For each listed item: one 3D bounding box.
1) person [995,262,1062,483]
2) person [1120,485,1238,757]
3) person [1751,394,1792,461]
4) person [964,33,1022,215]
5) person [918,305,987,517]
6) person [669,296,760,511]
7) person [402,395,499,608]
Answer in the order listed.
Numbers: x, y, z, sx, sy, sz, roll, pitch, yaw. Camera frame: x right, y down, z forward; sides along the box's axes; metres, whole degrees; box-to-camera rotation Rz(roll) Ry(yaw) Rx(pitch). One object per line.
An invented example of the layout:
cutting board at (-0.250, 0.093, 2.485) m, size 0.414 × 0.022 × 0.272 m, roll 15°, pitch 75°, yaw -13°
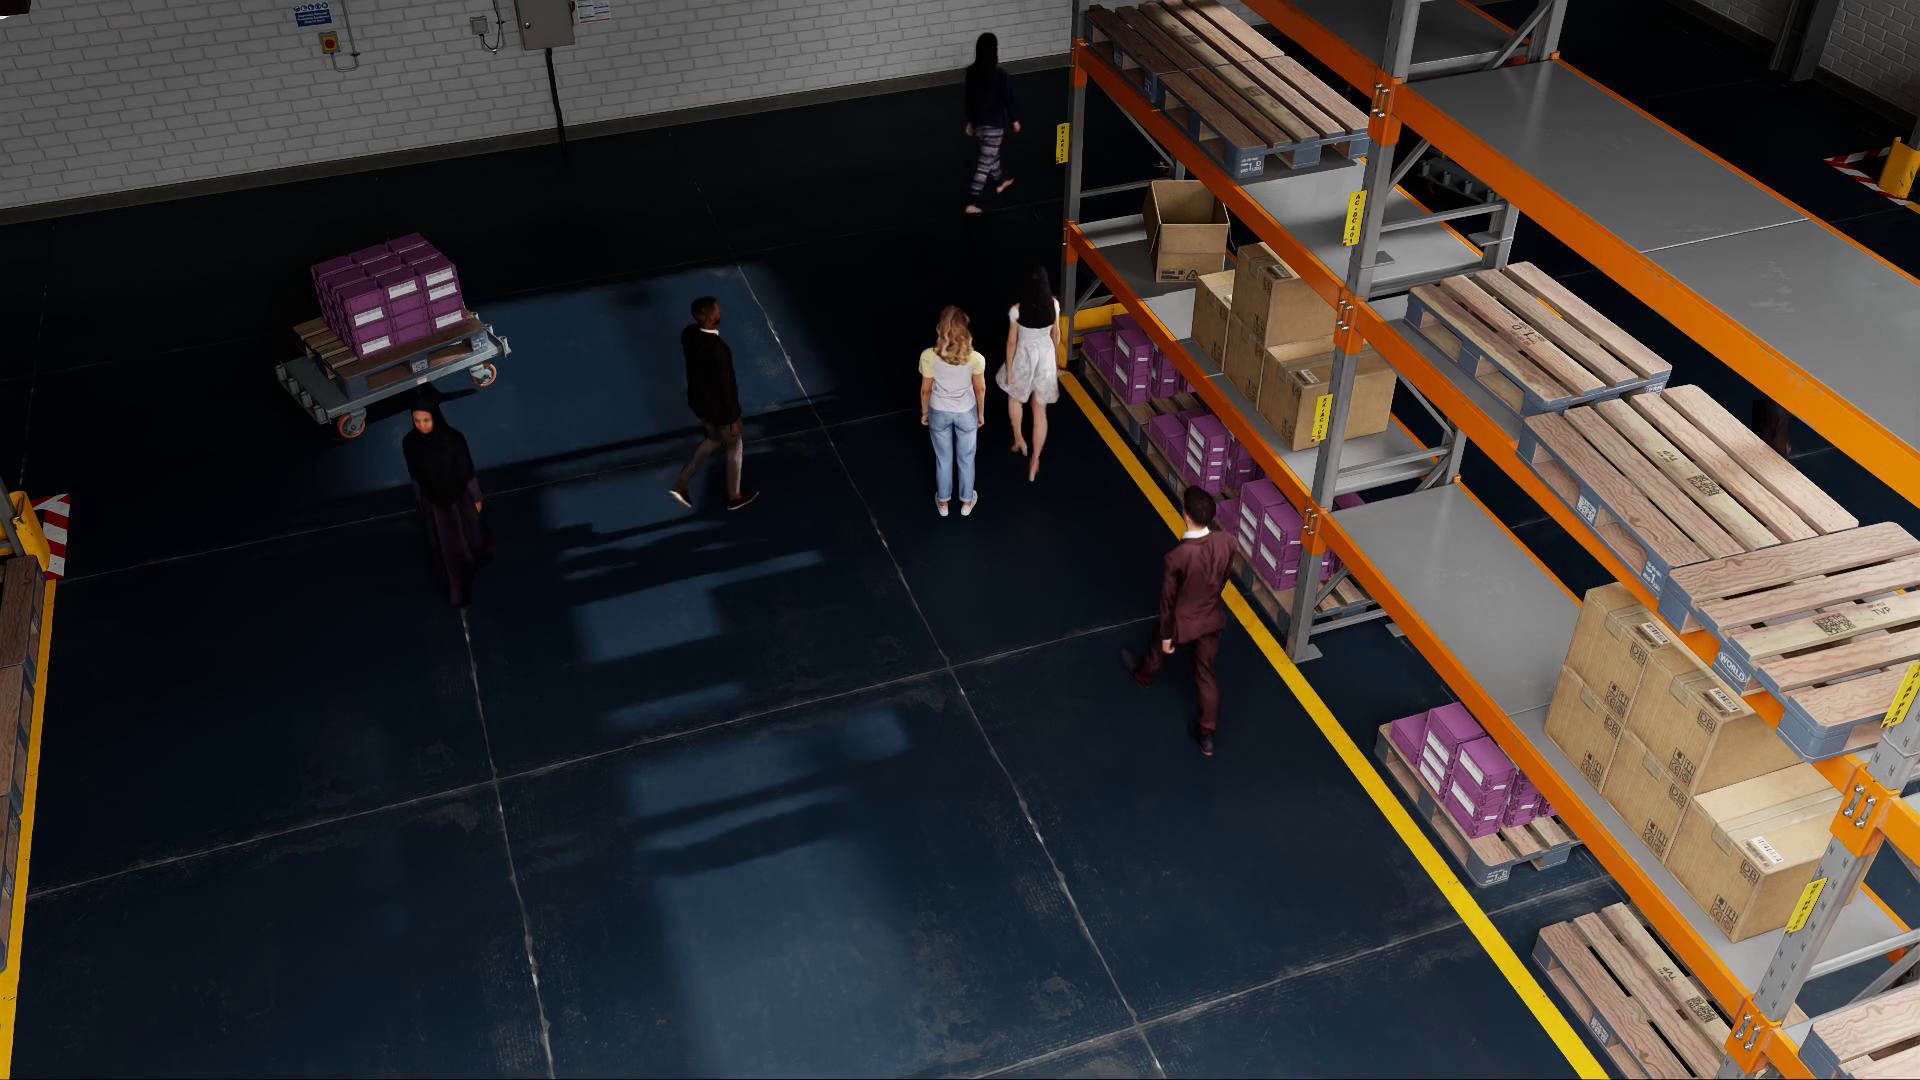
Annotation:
person at (0.560, -1.195, 12.285) m, size 0.693 × 1.759 × 0.772 m, roll -6°, pitch 39°, yaw -7°
person at (1.452, 0.532, 10.075) m, size 0.680 × 1.817 × 1.165 m, roll -13°, pitch 40°, yaw -16°
person at (5.281, -0.190, 11.081) m, size 0.709 × 1.691 × 0.861 m, roll -23°, pitch 44°, yaw -26°
person at (0.228, -3.887, 15.710) m, size 1.125 × 1.690 × 1.075 m, roll 24°, pitch 44°, yaw 27°
person at (-0.050, -0.911, 11.958) m, size 0.699 × 1.723 × 0.667 m, roll 0°, pitch 39°, yaw 0°
person at (-1.820, -0.916, 11.914) m, size 0.934 × 1.785 × 0.971 m, roll -29°, pitch 47°, yaw -32°
person at (-3.465, -0.332, 11.329) m, size 0.770 × 1.603 × 0.942 m, roll 0°, pitch 39°, yaw 0°
